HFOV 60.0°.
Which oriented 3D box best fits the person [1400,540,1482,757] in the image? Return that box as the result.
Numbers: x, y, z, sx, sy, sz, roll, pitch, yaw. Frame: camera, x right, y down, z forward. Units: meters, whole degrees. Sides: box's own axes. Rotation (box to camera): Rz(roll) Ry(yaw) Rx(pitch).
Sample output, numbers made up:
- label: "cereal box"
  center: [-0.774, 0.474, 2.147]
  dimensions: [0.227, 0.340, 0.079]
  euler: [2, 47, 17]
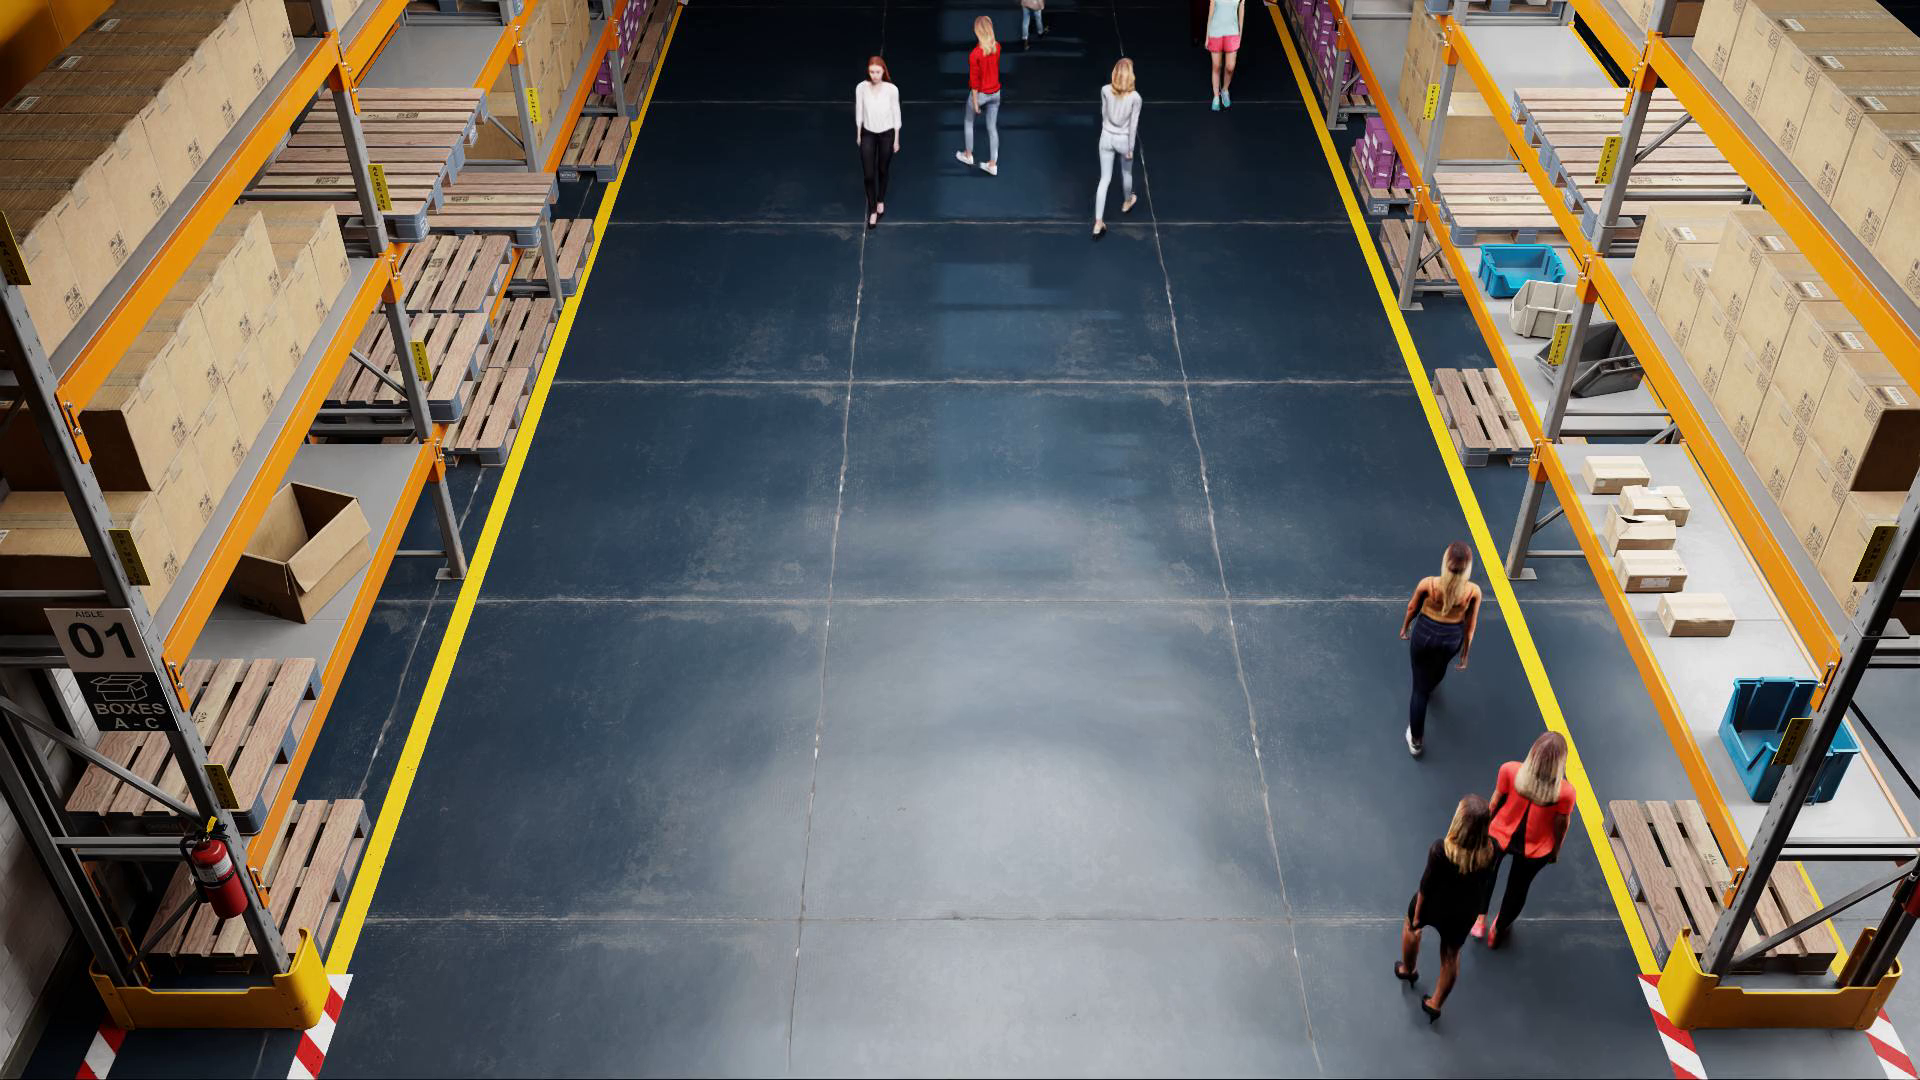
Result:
- label: "person"
  center: [3.121, 0.733, 10.926]
  dimensions: [0.717, 1.592, 1.082]
  euler: [7, 39, 9]

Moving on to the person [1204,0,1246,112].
- label: "person"
  center: [2.991, -5.776, 18.947]
  dimensions: [0.608, 1.754, 0.654]
  euler: [4, 39, 5]

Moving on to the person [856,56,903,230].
- label: "person"
  center: [-0.819, -4.081, 16.834]
  dimensions: [0.619, 1.742, 0.757]
  euler: [1, 39, 1]

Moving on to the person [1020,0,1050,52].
- label: "person"
  center: [0.858, -6.602, 20.449]
  dimensions: [0.707, 1.170, 0.859]
  euler: [17, 42, 20]

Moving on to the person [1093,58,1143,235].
- label: "person"
  center: [1.518, -3.899, 16.600]
  dimensions: [0.946, 1.750, 1.238]
  euler: [17, 42, 20]

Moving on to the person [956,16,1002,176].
- label: "person"
  center: [0.314, -4.677, 17.627]
  dimensions: [0.864, 1.683, 0.947]
  euler: [-25, 45, -28]

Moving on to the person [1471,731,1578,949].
- label: "person"
  center: [3.178, 1.784, 9.540]
  dimensions: [0.749, 1.680, 0.800]
  euler: [19, 42, 22]

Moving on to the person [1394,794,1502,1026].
- label: "person"
  center: [2.710, 2.100, 9.164]
  dimensions: [0.586, 1.656, 0.678]
  euler: [-2, 39, -3]
